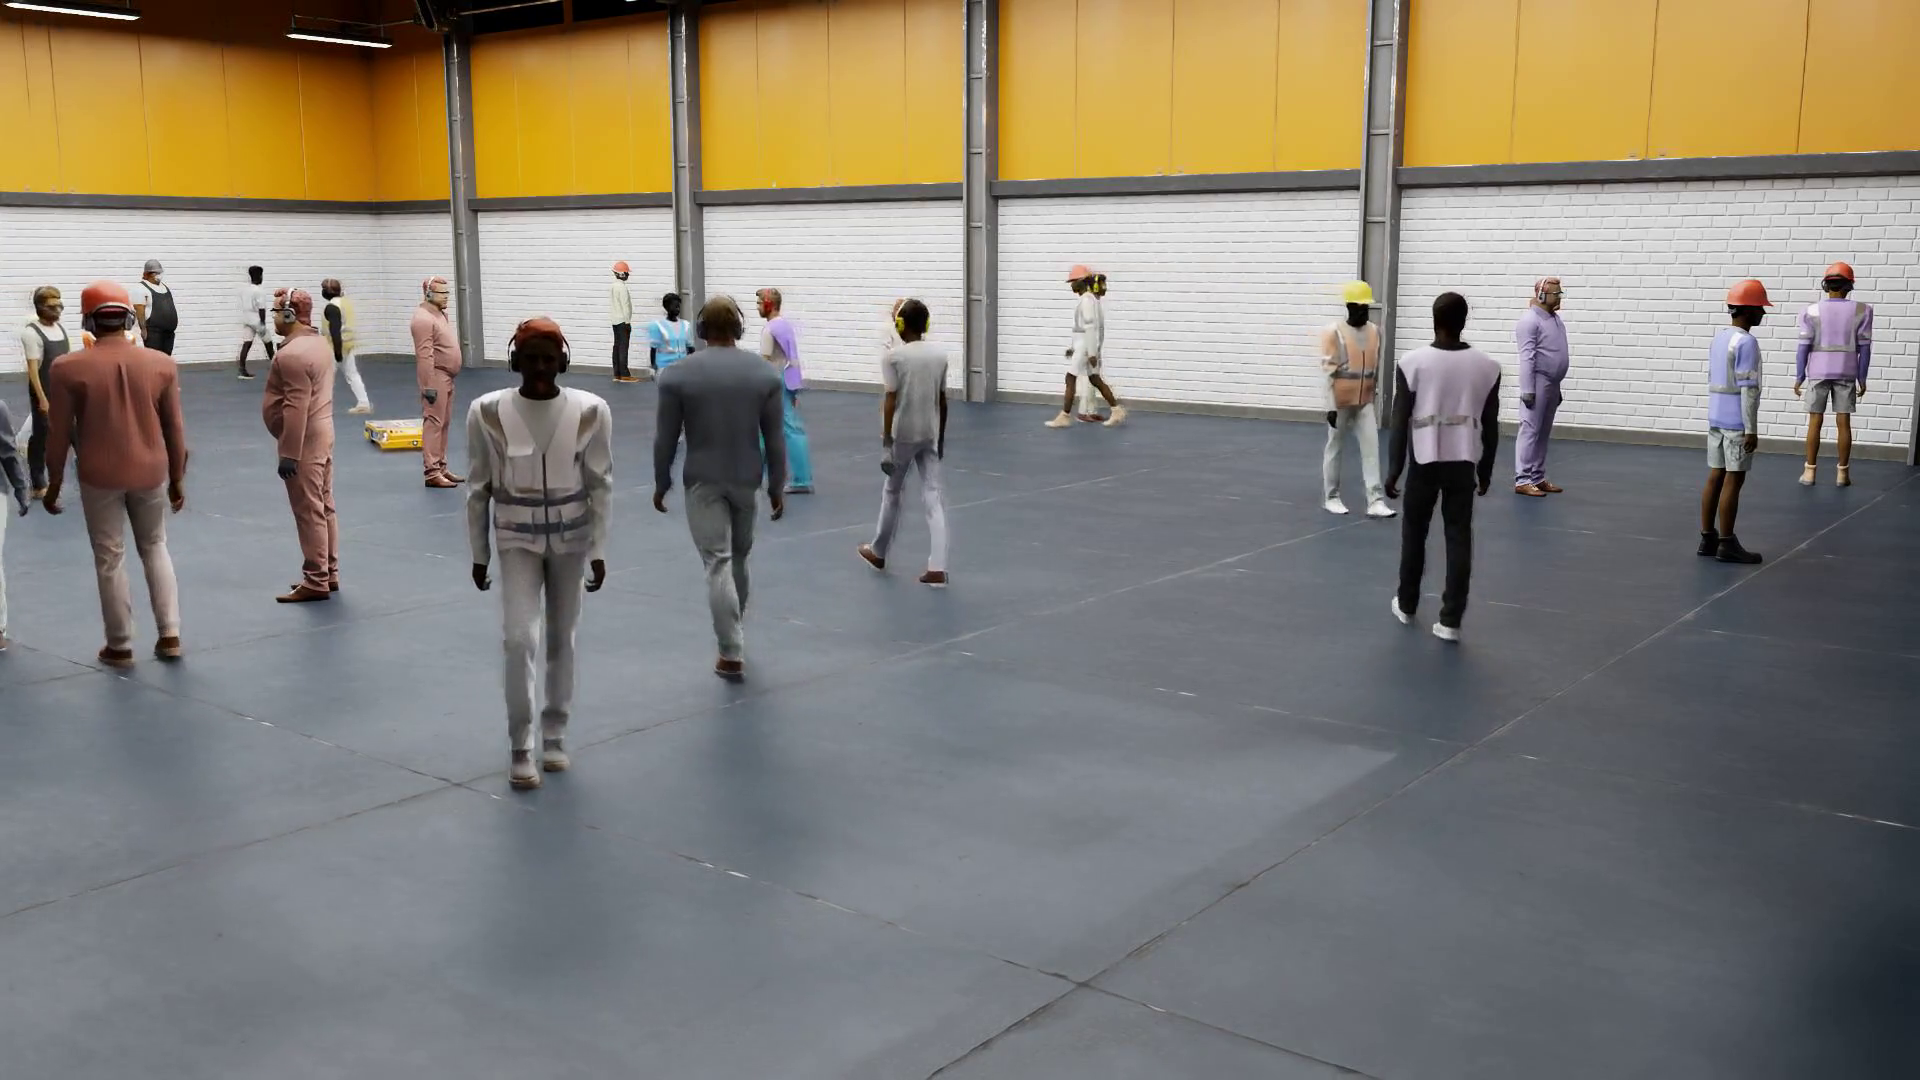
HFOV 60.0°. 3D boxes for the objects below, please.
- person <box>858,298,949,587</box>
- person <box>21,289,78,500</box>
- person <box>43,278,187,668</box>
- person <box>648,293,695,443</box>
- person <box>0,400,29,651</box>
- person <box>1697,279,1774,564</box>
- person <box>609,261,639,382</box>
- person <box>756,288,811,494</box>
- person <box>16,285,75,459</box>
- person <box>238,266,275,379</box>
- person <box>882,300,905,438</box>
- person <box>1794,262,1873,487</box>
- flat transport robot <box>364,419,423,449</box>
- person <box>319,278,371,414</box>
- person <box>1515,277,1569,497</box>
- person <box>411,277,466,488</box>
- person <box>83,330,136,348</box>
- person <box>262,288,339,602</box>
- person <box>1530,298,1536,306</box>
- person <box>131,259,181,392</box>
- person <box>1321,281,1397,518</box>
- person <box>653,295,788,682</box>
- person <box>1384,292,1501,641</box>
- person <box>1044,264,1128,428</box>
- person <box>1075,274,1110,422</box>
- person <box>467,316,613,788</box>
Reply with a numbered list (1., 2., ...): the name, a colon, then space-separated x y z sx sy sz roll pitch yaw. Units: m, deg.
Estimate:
1. person: -0.334 -0.640 10.762 0.568 1.820 0.964 -5 11 -29
2. person: -7.650 -1.221 14.186 0.916 1.803 0.545 2 10 13
3. person: -4.285 -0.330 8.472 0.406 1.992 0.632 9 13 43
4. person: -3.149 -1.909 18.540 0.557 1.674 0.593 -9 13 -43
5. person: -5.245 -0.196 8.799 0.522 1.594 0.685 -3 10 -18
6. person: 5.337 -0.811 11.426 0.359 1.938 0.545 0 10 -1
7. person: -5.594 -3.609 27.545 0.376 1.995 0.609 -6 12 -33
8. person: -1.713 -1.301 14.635 0.869 1.805 0.594 1 10 6
9. person: -9.290 -1.689 16.949 0.934 1.807 0.631 -3 10 -17
10. person: -11.951 -3.703 28.325 0.625 1.910 1.001 5 11 28
11. person: -0.642 -1.925 18.920 0.507 1.593 0.849 -5 11 -27
12. person: 7.951 -1.504 15.177 0.605 2.036 0.393 4 11 23
13. flat transport robot: -6.189 -1.194 18.501 0.652 0.197 1.431 -5 11 -27
14. person: -8.271 -2.538 21.915 0.933 1.790 0.640 0 10 -1
15. person: 5.125 -1.343 14.613 0.410 1.909 0.642 9 13 41
16. person: -4.736 -1.435 15.153 0.405 1.904 0.652 -1 10 -3
17. person: -8.102 -1.460 15.904 0.322 1.696 0.536 5 11 28
18. person: -4.029 -0.575 10.160 0.407 1.906 0.655 -1 10 -7
19. person: 6.393 -1.860 18.397 0.512 1.641 0.309 -9 13 -41
20. person: -12.153 -3.239 25.258 0.539 2.000 0.688 3 10 15
21. person: 3.181 -1.103 13.249 0.607 1.884 0.907 -4 11 -22
22. person: -1.241 -0.288 8.490 0.652 1.892 0.972 -4 10 -21
23. person: 2.675 -0.425 9.298 0.638 1.888 0.880 0 10 1
24. person: 1.569 -2.347 20.220 0.990 1.999 0.600 2 10 10
25. person: 1.681 -2.403 20.999 0.519 1.884 0.578 1 10 4
26. person: -1.651 0.050 6.627 0.571 1.860 0.660 -4 10 -20
